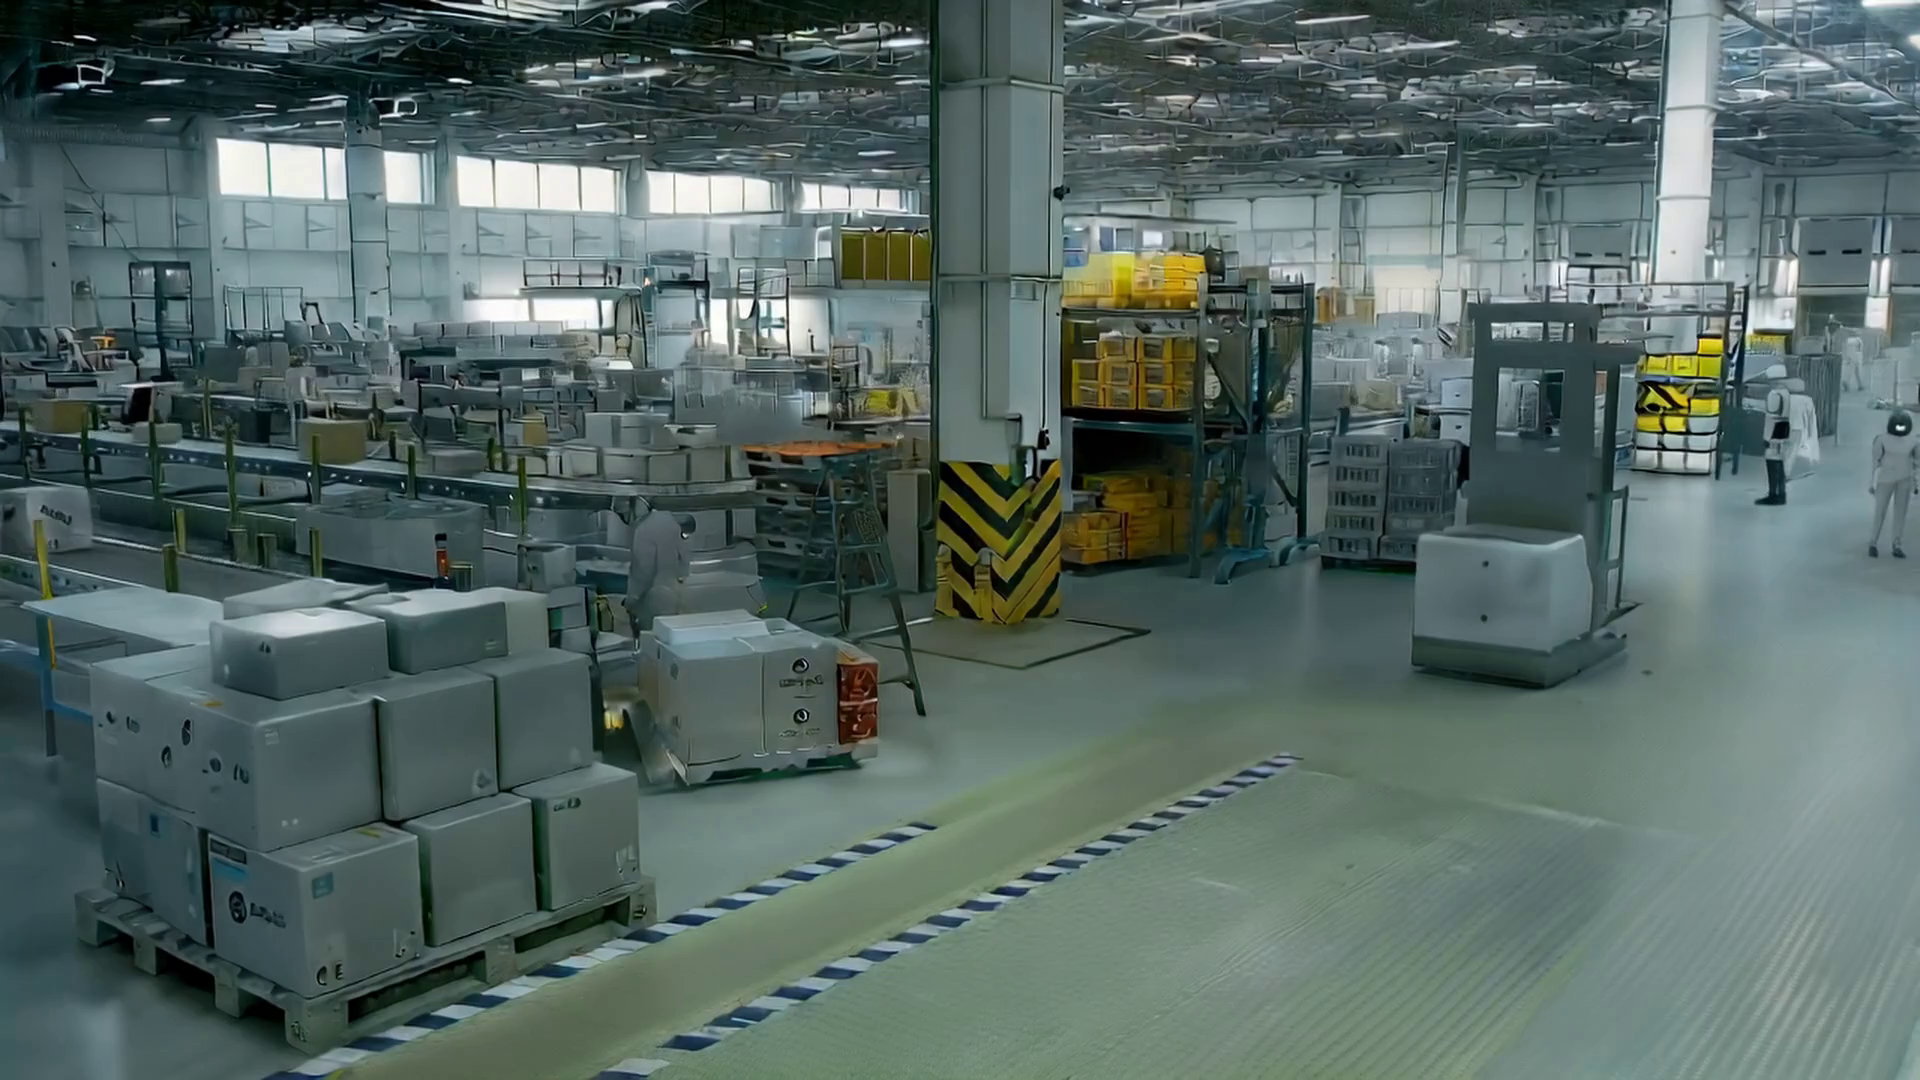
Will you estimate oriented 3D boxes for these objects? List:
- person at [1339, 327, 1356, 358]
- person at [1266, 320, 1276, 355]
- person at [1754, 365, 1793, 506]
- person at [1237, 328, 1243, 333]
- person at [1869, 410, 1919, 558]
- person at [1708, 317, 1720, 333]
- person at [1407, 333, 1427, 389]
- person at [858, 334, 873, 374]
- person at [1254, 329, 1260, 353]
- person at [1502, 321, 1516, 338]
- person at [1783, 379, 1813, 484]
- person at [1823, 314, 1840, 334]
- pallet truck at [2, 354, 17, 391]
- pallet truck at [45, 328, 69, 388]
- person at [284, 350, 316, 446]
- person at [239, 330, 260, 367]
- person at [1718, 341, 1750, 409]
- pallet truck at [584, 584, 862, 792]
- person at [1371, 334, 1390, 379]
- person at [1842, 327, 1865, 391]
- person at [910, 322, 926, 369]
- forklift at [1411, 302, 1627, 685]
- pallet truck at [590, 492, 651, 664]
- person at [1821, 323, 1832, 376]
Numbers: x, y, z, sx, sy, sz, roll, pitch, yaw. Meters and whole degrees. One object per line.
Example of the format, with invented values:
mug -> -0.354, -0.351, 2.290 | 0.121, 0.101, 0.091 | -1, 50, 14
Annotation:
person -> 11.882, -5.595, 51.029 | 0.510, 1.865, 0.329 | 0, 8, 0
person -> 11.322, -7.041, 60.618 | 0.449, 1.906, 0.586 | -2, 9, -14
person -> 11.146, -1.433, 22.776 | 0.540, 1.929, 0.385 | -8, 11, -42
person -> 8.763, -5.776, 52.247 | 0.608, 1.869, 0.998 | -5, 10, -31
person -> 10.225, -0.611, 18.196 | 0.507, 1.632, 0.267 | 2, 9, 10
person -> 32.032, -8.545, 70.790 | 0.645, 1.909, 0.679 | -3, 9, -21
person -> 11.584, -4.319, 42.360 | 1.016, 1.877, 0.577 | 7, 11, 38
person -> -2.518, -4.570, 44.256 | 0.403, 1.822, 0.587 | -7, 11, -38
person -> 12.216, -8.277, 69.084 | 0.494, 1.865, 0.617 | -7, 11, -39
person -> 25.691, -9.557, 77.928 | 0.657, 1.801, 0.936 | 2, 9, 10
person -> 12.727, -1.662, 25.429 | 0.846, 1.591, 0.505 | -8, 12, -44
person -> 37.671, -8.757, 71.902 | 0.625, 1.992, 0.388 | 5, 10, 31
pallet truck -> -24.881, -4.417, 42.634 | 1.885, 1.965, 0.823 | 8, 11, 41
pallet truck -> -23.775, -4.544, 43.495 | 1.885, 1.965, 0.823 | 6, 10, 35
person -> -11.712, -2.410, 29.465 | 0.639, 1.897, 0.397 | 3, 9, 19
person -> -16.741, -3.918, 39.170 | 0.427, 2.026, 0.620 | -7, 11, -41
person -> 19.041, -4.031, 40.942 | 0.533, 1.731, 0.864 | -8, 12, -44
pallet truck -> -1.426, 0.805, 10.019 | 1.601, 1.201, 0.680 | -4, 9, -26
person -> 12.340, -5.181, 48.792 | 0.889, 1.699, 0.493 | -6, 10, -34
person -> 26.603, -5.372, 49.443 | 1.003, 1.881, 0.550 | -6, 10, -35
person -> -1.594, -7.422, 63.503 | 0.728, 1.827, 0.511 | -1, 8, -6
forklift -> 4.379, -0.438, 12.852 | 1.129, 2.768, 1.873 | 7, 11, 37
pallet truck -> -3.115, 0.344, 12.883 | 0.653, 1.274, 1.630 | 7, 11, 37
person -> 30.203, -6.638, 58.002 | 0.357, 1.881, 0.574 | 7, 11, 38
